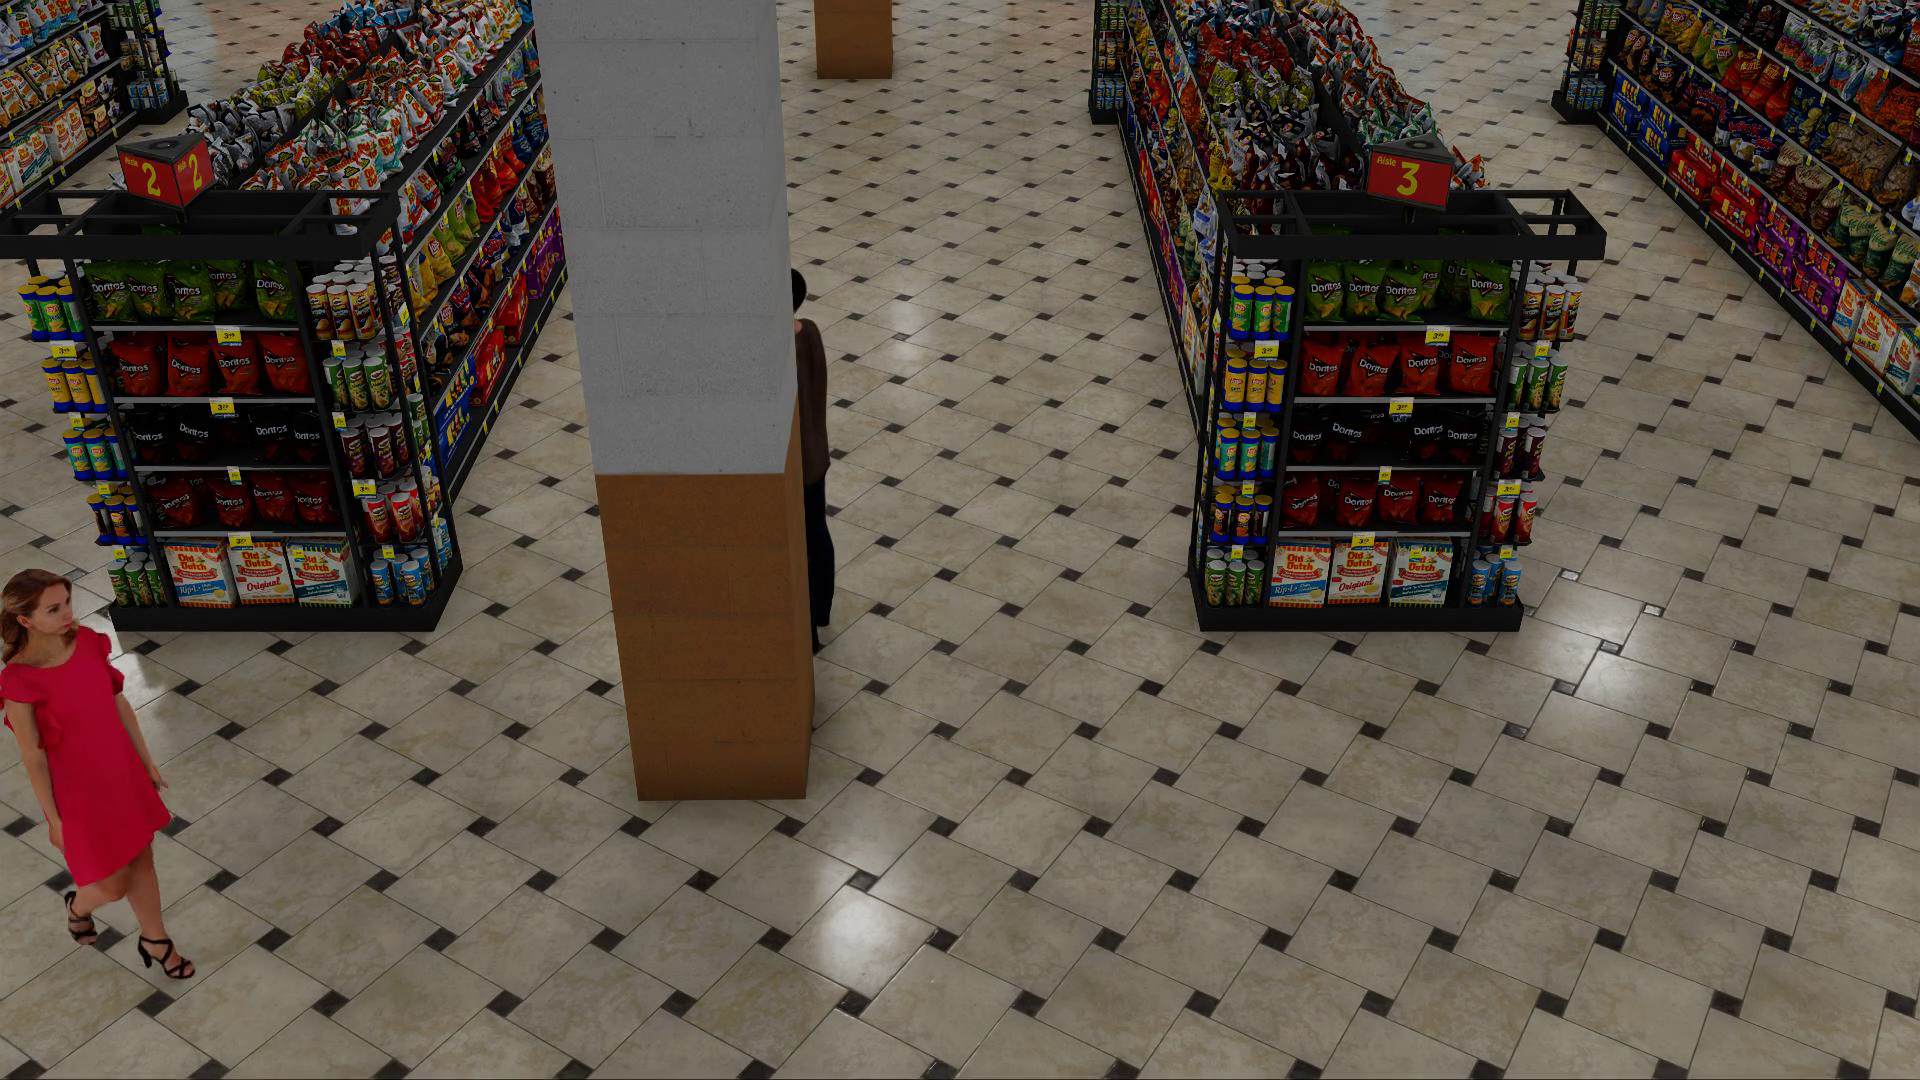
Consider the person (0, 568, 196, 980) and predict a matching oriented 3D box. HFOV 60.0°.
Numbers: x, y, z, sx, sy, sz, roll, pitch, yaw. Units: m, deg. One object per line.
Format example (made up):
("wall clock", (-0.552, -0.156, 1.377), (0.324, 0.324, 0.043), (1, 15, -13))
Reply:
("person", (-3.013, 0.830, 5.666), (0.791, 1.716, 0.787), (11, 33, 17))
